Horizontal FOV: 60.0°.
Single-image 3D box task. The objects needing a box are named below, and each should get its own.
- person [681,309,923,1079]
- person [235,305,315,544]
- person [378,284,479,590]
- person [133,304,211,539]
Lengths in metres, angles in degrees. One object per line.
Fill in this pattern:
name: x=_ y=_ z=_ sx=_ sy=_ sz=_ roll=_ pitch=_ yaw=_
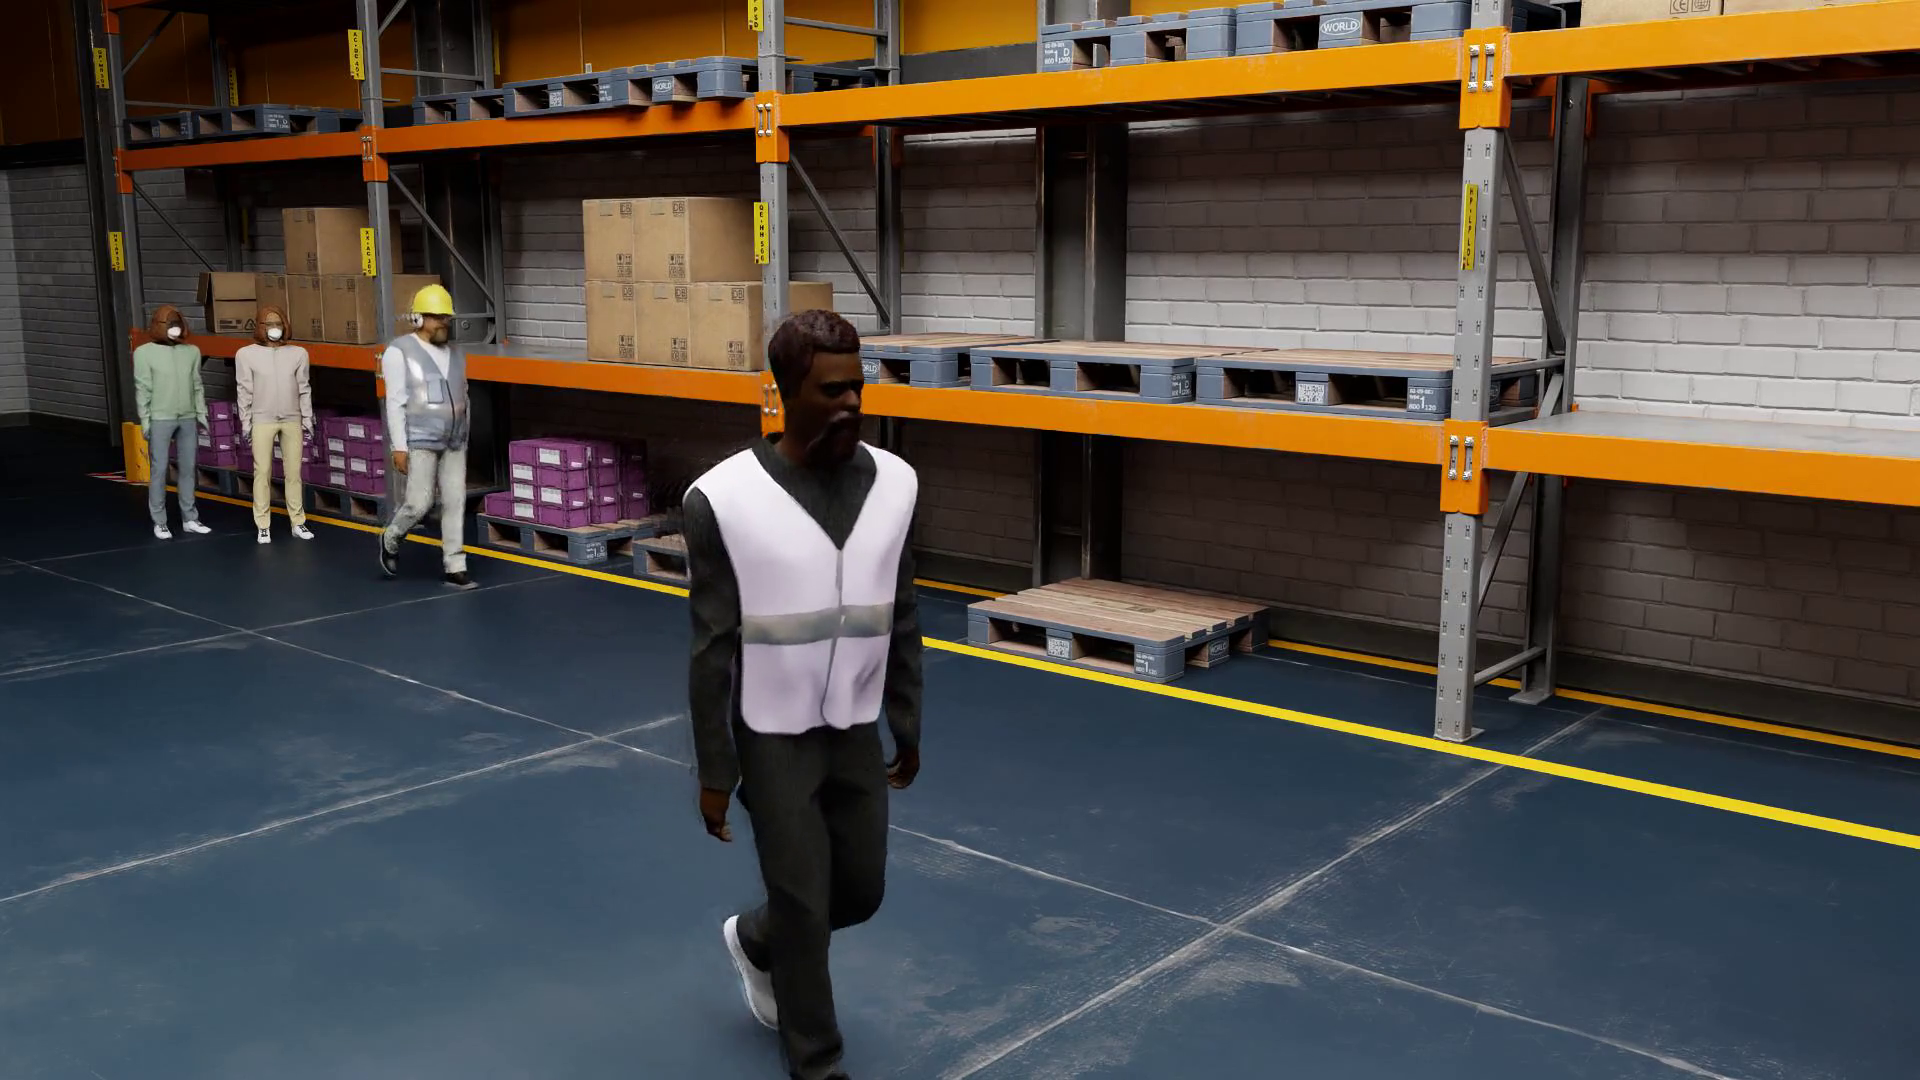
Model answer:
person: x=-0.378 y=0.418 z=3.816 sx=0.599 sy=1.898 sz=0.734 roll=-8 pitch=13 yaw=-37
person: x=-4.715 y=-0.798 z=11.482 sx=0.499 sy=1.633 sz=0.289 roll=-8 pitch=13 yaw=-38
person: x=-3.171 y=-0.607 z=9.882 sx=0.641 sy=1.815 sz=0.608 roll=7 pitch=12 yaw=34
person: x=-5.526 y=-0.832 z=11.681 sx=0.268 sy=1.631 sz=0.507 roll=7 pitch=12 yaw=34
